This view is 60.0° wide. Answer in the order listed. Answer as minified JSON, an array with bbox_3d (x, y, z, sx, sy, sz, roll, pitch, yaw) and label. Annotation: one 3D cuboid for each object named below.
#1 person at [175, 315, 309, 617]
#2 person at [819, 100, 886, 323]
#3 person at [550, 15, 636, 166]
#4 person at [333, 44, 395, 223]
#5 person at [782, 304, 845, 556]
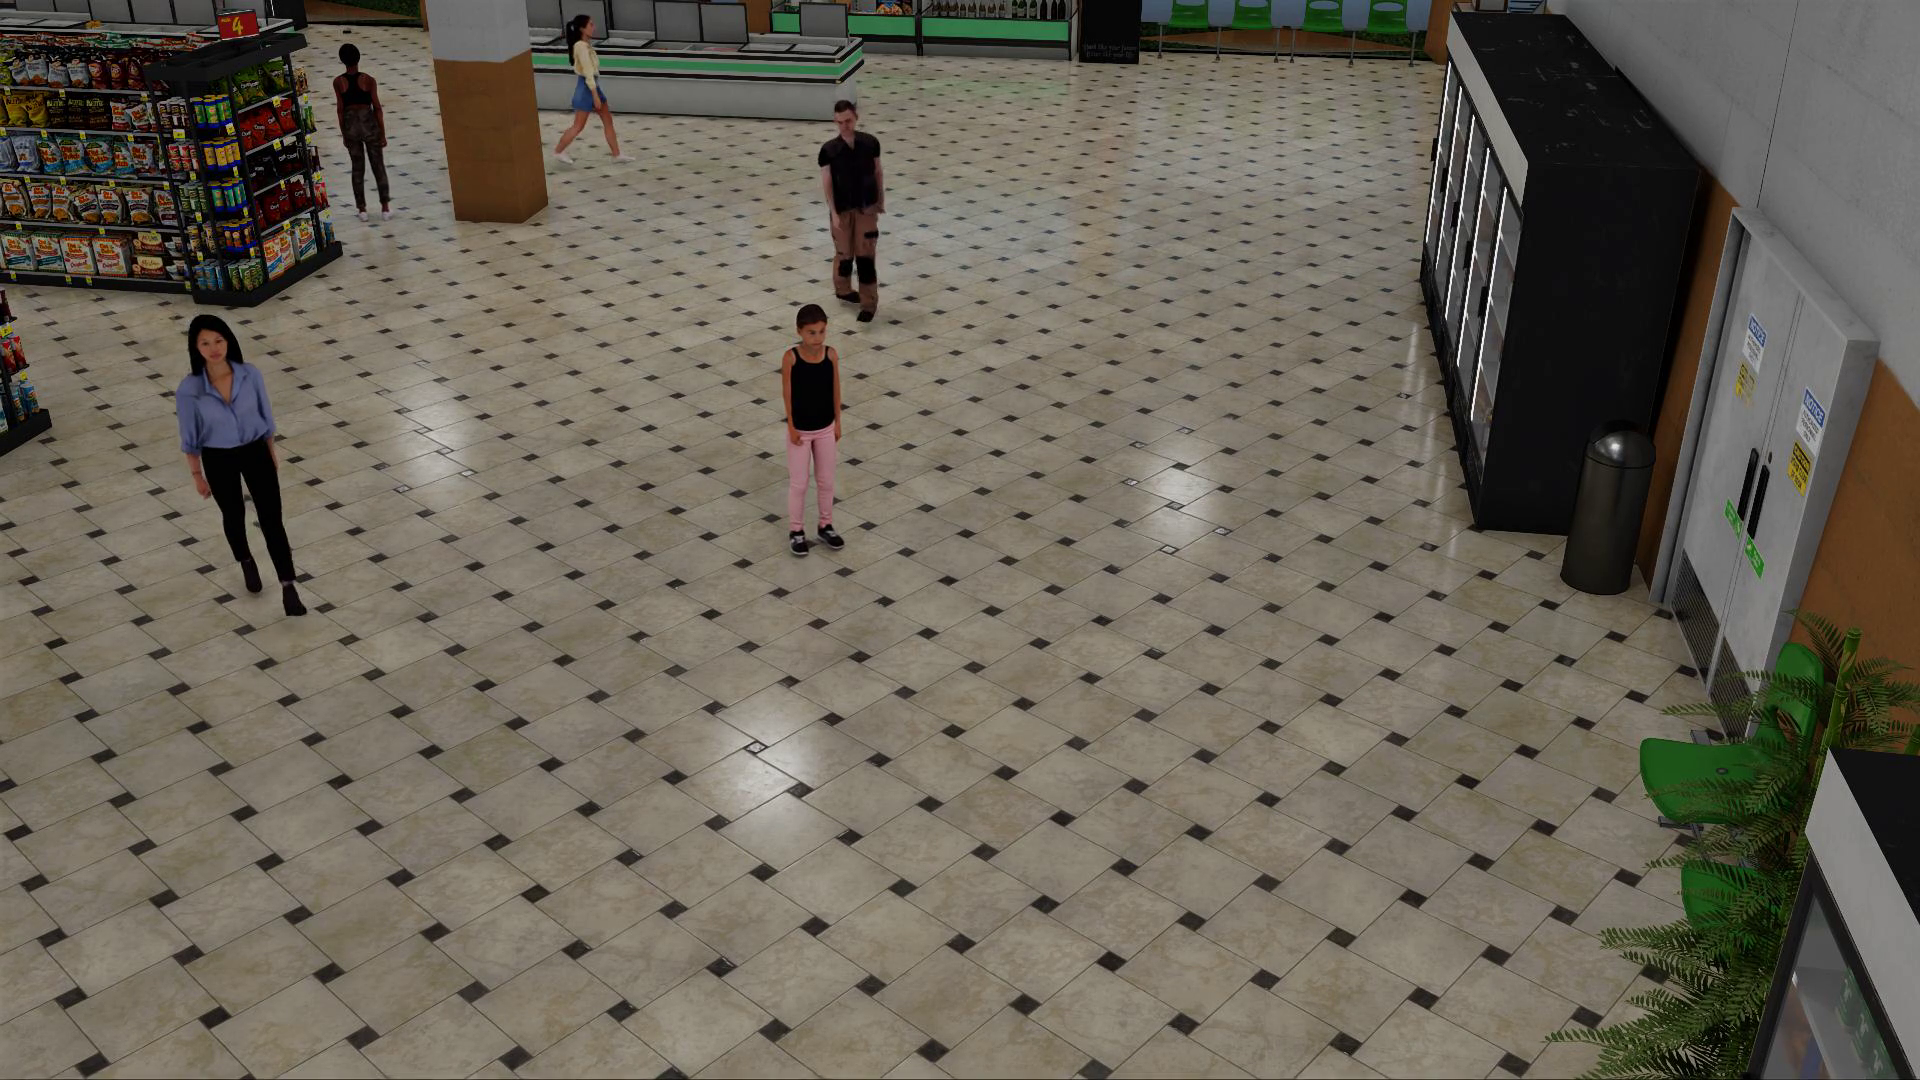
[{"bbox_3d":[-4.015,-0.429,9.198,1.098,1.705,1.142,-17,31,-30],"label":"person"},{"bbox_3d":[-0.869,-2.716,13.623,1.084,1.781,0.980,-8,28,-16],"label":"person"},{"bbox_3d":[-4.096,-4.801,17.944,1.220,1.592,0.898,-4,27,-8],"label":"person"},{"bbox_3d":[-5.804,-3.957,16.162,0.566,1.699,0.698,-5,27,-9],"label":"person"},{"bbox_3d":[-0.881,-0.656,9.808,0.569,1.558,0.650,-10,29,-19],"label":"person"}]
